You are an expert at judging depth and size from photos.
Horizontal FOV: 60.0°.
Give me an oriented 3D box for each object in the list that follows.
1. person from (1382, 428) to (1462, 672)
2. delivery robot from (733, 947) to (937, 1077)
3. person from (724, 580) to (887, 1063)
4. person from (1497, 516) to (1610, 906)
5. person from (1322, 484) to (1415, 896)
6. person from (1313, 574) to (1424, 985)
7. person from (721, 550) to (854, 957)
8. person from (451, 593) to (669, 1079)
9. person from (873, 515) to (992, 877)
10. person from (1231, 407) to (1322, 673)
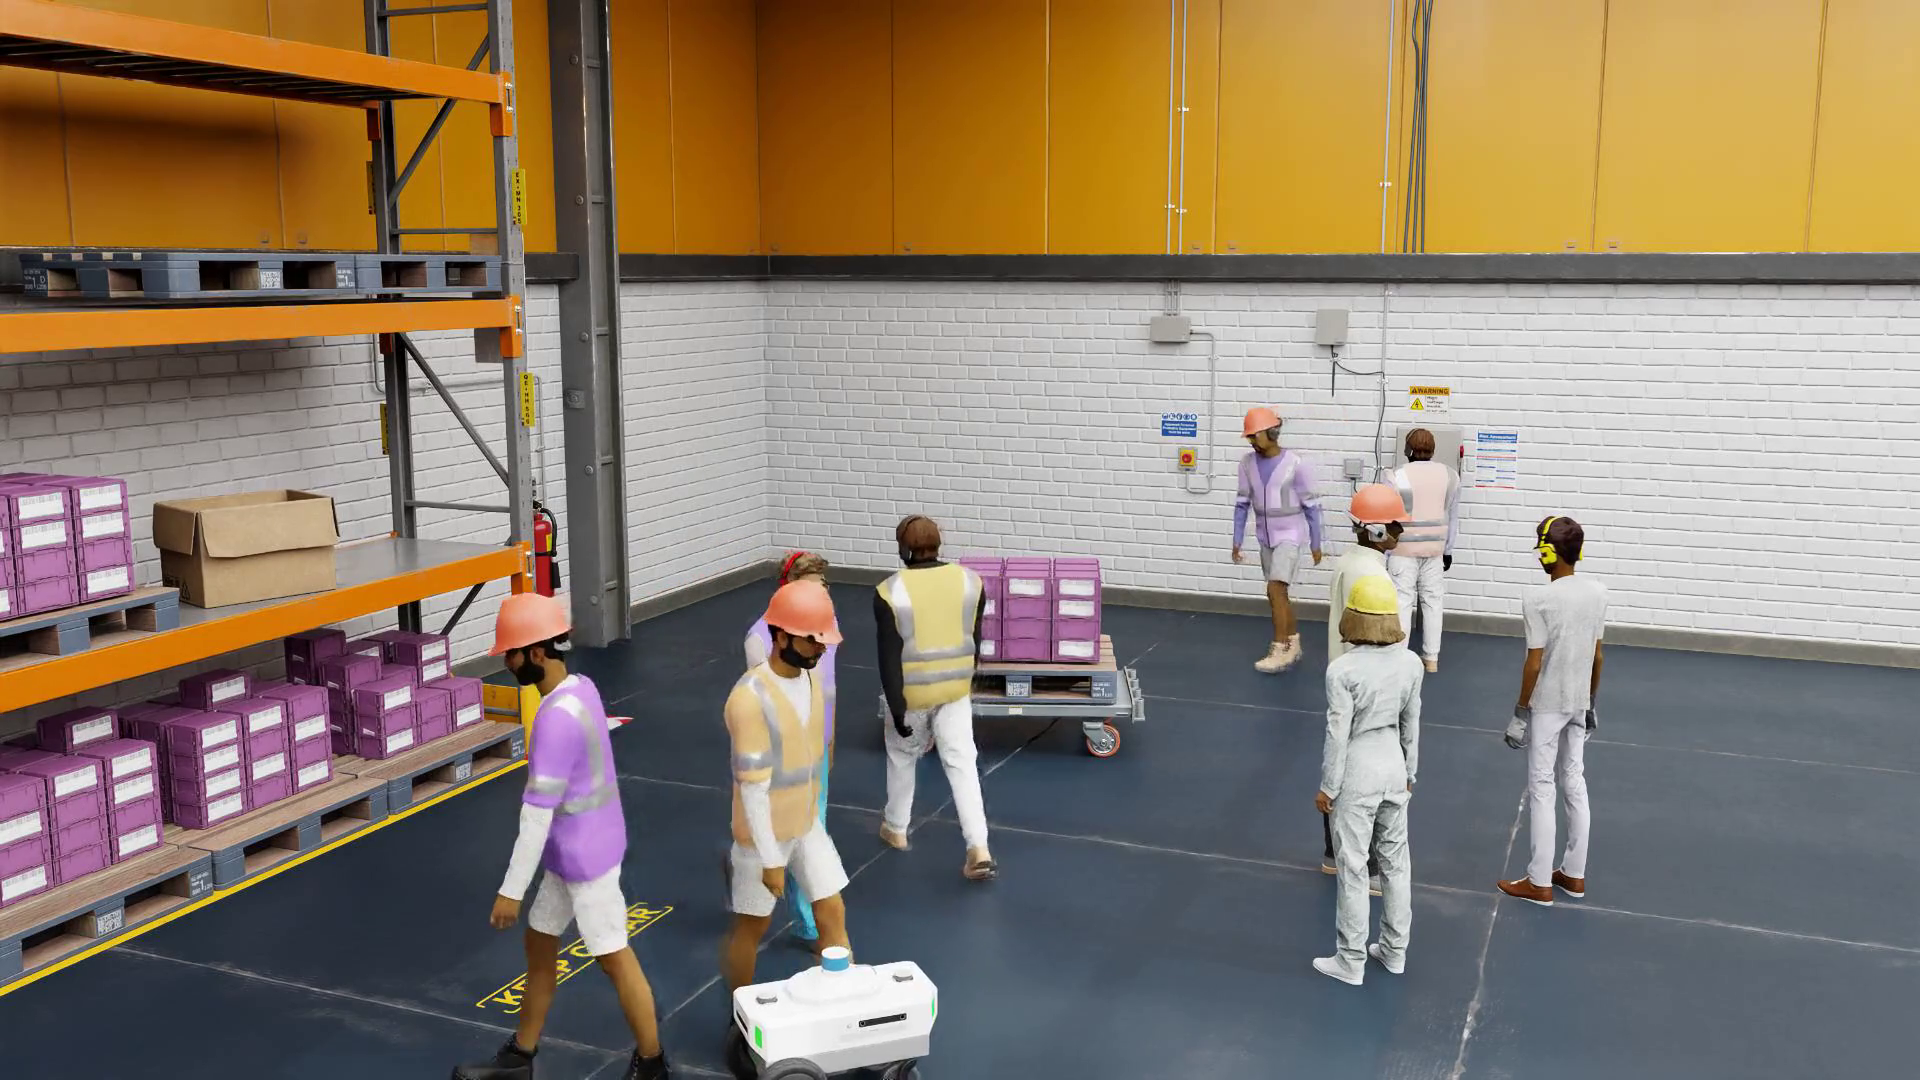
[{"bbox_3d":[3.384,0.085,12.374,0.633,1.843,0.429,-2,10,-13],"label":"person"},{"bbox_3d":[-0.448,1.724,6.045,0.707,0.478,0.477,-4,10,-21],"label":"delivery robot"},{"bbox_3d":[-0.571,1.085,6.194,0.886,1.883,0.588,6,11,33],"label":"person"},{"bbox_3d":[2.829,0.808,7.927,0.510,1.865,0.329,-4,10,-25],"label":"person"},{"bbox_3d":[1.976,0.717,8.076,0.382,1.994,0.613,-1,9,-7],"label":"person"},{"bbox_3d":[1.723,1.009,7.070,0.494,1.743,0.309,-5,10,-26],"label":"person"},{"bbox_3d":[-0.788,0.922,7.400,0.751,1.814,0.564,6,11,32],"label":"person"},{"bbox_3d":[-1.462,1.129,5.891,0.898,1.883,0.579,-2,10,-10],"label":"person"},{"bbox_3d":[-0.131,0.772,8.361,0.618,1.801,0.963,-4,10,-21],"label":"person"},{"bbox_3d":[2.354,-0.003,12.431,0.816,1.988,0.624,-8,12,-41],"label":"person"}]
